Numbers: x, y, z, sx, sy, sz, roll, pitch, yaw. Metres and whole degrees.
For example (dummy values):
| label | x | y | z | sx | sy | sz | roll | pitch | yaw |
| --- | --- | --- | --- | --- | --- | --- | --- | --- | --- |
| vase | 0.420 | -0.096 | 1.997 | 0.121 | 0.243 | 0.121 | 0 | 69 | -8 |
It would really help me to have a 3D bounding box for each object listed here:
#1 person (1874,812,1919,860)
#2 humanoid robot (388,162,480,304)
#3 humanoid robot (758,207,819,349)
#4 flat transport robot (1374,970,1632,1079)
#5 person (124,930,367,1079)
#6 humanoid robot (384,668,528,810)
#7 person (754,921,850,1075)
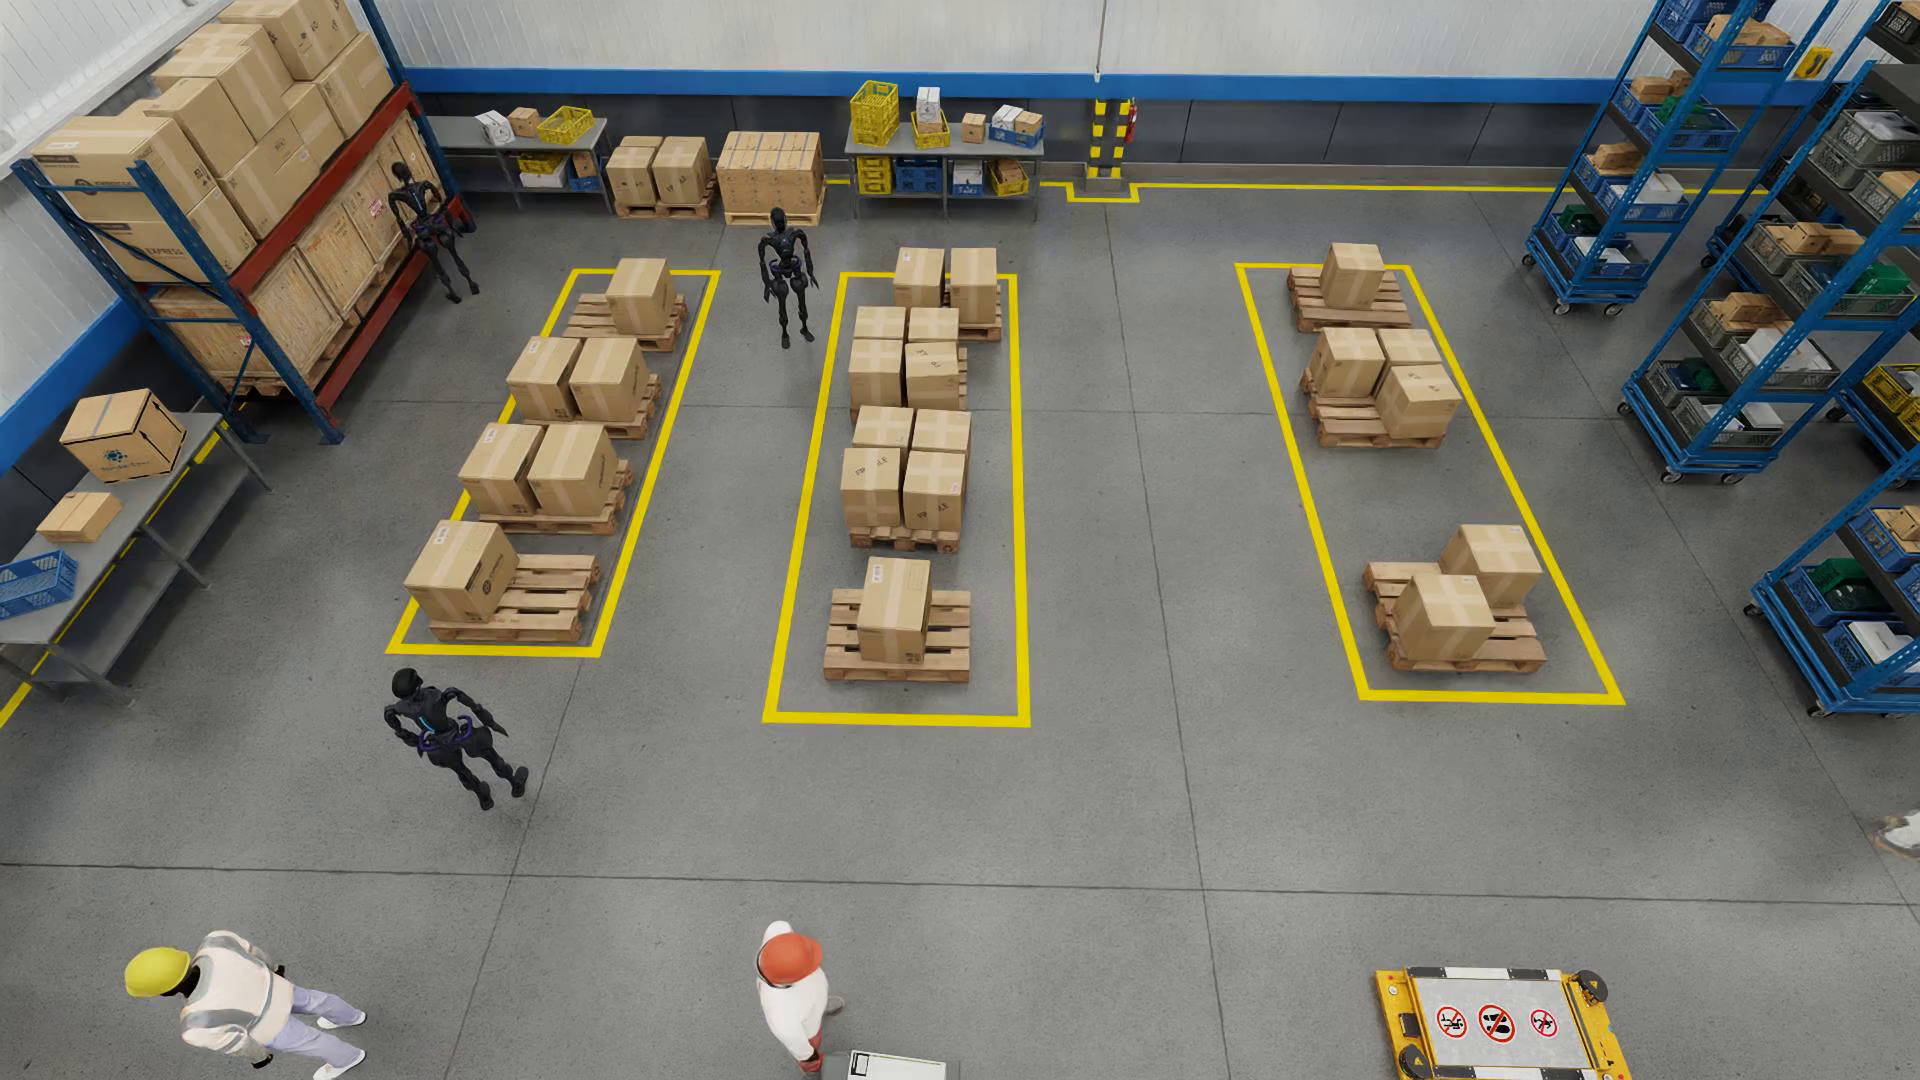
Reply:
| label | x | y | z | sx | sy | sz | roll | pitch | yaw |
| --- | --- | --- | --- | --- | --- | --- | --- | --- | --- |
| person | 7.020 | 1.694 | 6.076 | 0.508 | 1.864 | 0.602 | 25 | 55 | 19 |
| humanoid robot | -6.006 | -3.491 | 10.415 | 0.607 | 1.652 | 0.334 | -36 | 59 | -26 |
| humanoid robot | -1.841 | -2.816 | 9.863 | 0.613 | 1.657 | 0.317 | -20 | 53 | -15 |
| flat transport robot | 3.501 | 3.133 | 5.914 | 1.431 | 0.197 | 0.652 | 1 | 51 | 1 |
| person | -4.000 | 2.683 | 5.229 | 0.363 | 1.927 | 0.586 | -15 | 52 | -12 |
| humanoid robot | -3.549 | 1.387 | 6.437 | 0.594 | 1.657 | 0.325 | -18 | 53 | -14 |
| person | -0.888 | 2.636 | 5.230 | 0.401 | 1.985 | 0.616 | -9 | 51 | -8 |
